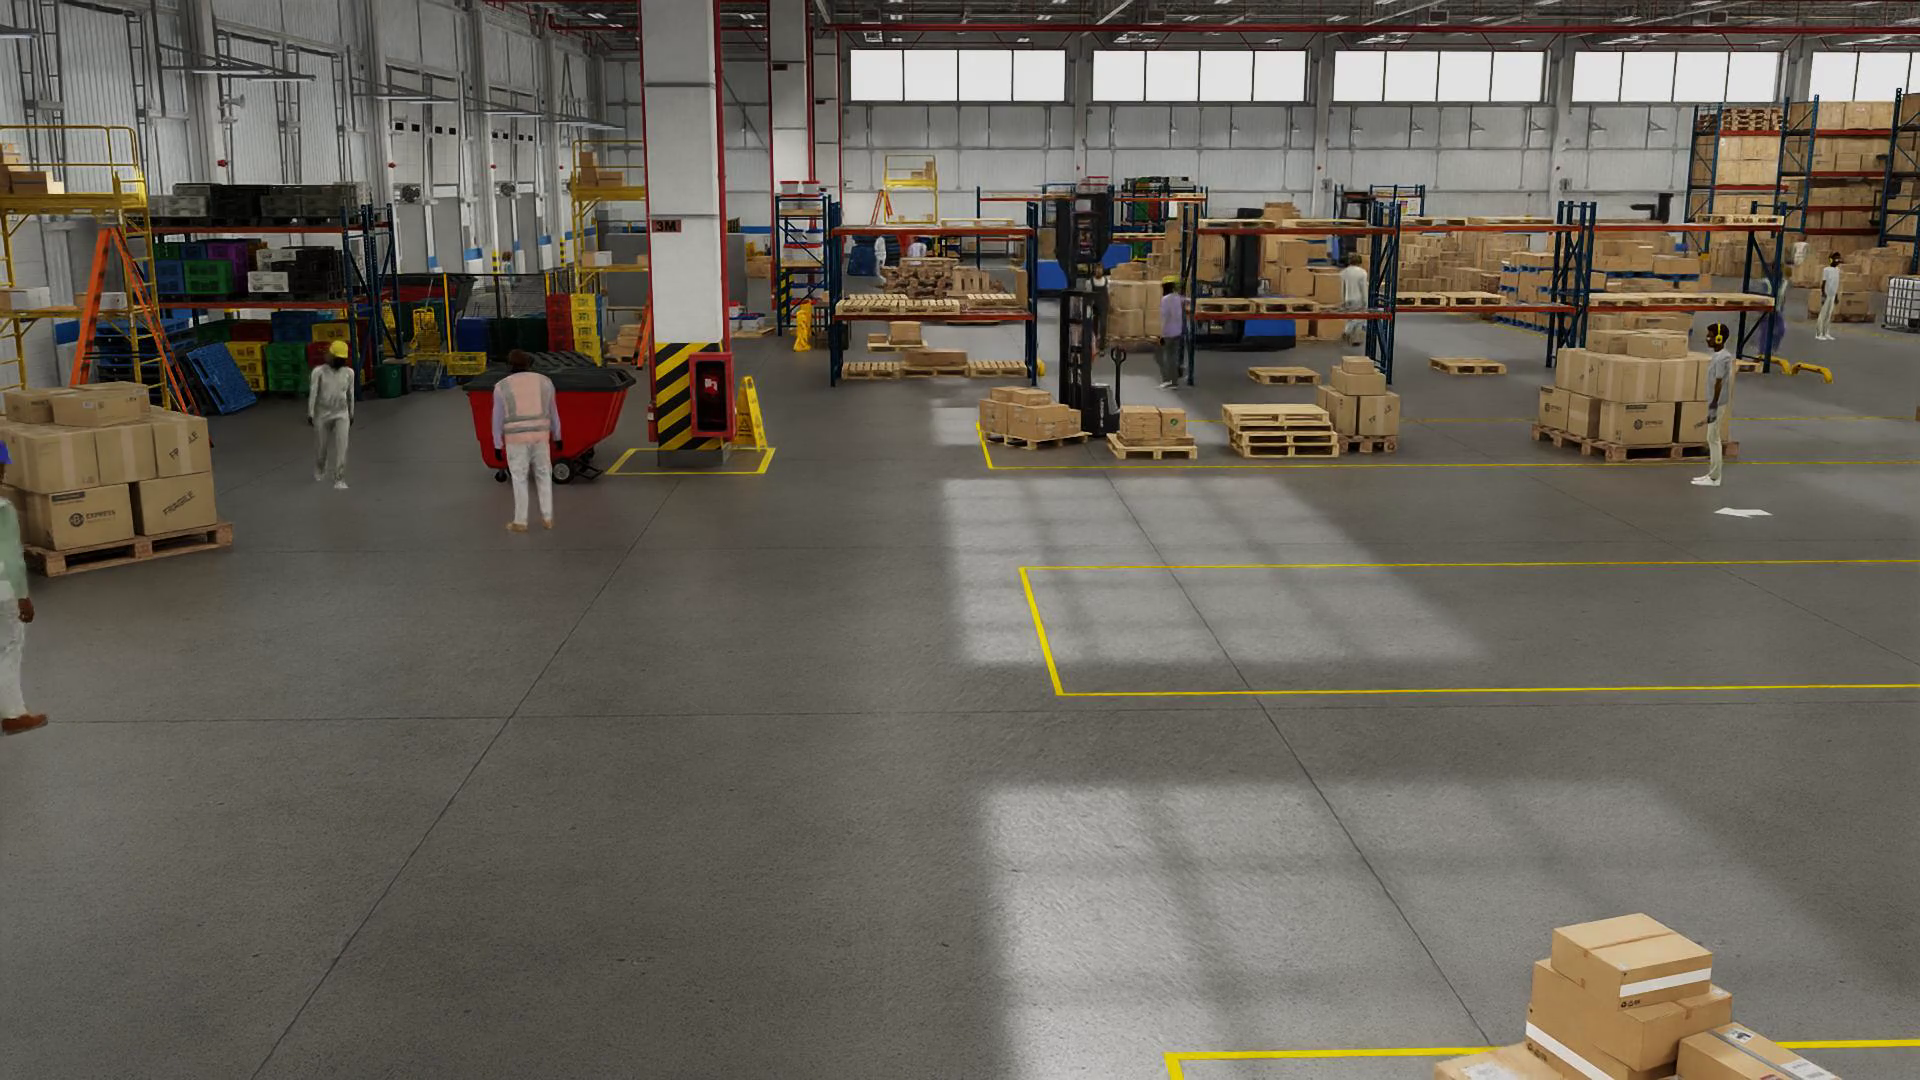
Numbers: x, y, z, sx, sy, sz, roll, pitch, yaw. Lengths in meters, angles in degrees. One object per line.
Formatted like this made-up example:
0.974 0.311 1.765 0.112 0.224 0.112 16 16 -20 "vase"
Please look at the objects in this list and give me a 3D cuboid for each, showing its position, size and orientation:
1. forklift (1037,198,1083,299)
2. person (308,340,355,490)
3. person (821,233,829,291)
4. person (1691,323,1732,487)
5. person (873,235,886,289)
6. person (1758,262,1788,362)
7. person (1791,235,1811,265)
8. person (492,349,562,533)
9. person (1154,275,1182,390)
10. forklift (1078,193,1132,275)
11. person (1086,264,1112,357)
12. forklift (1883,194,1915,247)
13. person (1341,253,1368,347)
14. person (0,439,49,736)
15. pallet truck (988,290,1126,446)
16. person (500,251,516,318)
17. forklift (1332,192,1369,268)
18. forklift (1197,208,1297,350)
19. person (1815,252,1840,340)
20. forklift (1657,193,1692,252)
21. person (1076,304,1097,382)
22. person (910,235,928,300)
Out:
2.865 -8.203 46.757 1.873 2.768 1.129 0 12 -2 "forklift"
-7.167 -1.444 18.929 0.557 1.693 0.702 -8 15 -33 "person"
-3.535 -7.249 44.595 0.364 1.939 0.542 -6 14 -26 "person"
8.615 -1.538 19.004 0.328 1.861 0.503 5 13 21 "person"
-2.470 -8.658 51.104 0.377 1.875 0.591 -5 13 -21 "person"
15.294 -4.268 31.220 0.629 1.894 0.628 -5 13 -20 "person"
26.599 -8.846 52.607 0.910 1.587 0.507 -10 16 -38 "person"
-4.317 -0.987 16.577 0.662 1.832 0.431 -7 14 -29 "person"
3.441 -3.407 27.388 0.463 1.884 0.620 9 15 34 "person"
4.906 -10.449 56.899 1.873 2.768 1.129 0 12 -2 "forklift"
2.695 -4.494 32.494 0.529 1.800 0.981 0 12 1 "person"
31.212 -10.079 55.230 1.129 2.768 1.873 0 12 -2 "forklift"
8.035 -4.892 33.969 0.571 1.927 0.649 -9 16 -36 "person"
-6.110 0.312 10.478 0.636 1.929 0.519 7 14 30 "person"
1.257 -2.299 22.111 1.885 1.965 0.823 -9 15 -35 "pallet truck"
-11.105 -6.256 40.818 0.313 1.634 0.514 -9 15 -36 "person"
14.616 -11.540 61.823 1.129 2.768 1.873 0 12 -2 "forklift"
5.795 -5.267 33.500 1.873 2.768 1.129 0 12 -2 "forklift"
18.580 -5.203 35.508 0.521 1.874 0.327 -7 14 -28 "person"
24.292 -10.581 57.496 1.873 2.768 1.129 7 14 28 "forklift"
1.813 -2.581 24.068 0.321 1.696 0.530 0 12 0 "person"
-1.103 -7.728 46.815 0.584 1.909 0.759 8 15 31 "person"
